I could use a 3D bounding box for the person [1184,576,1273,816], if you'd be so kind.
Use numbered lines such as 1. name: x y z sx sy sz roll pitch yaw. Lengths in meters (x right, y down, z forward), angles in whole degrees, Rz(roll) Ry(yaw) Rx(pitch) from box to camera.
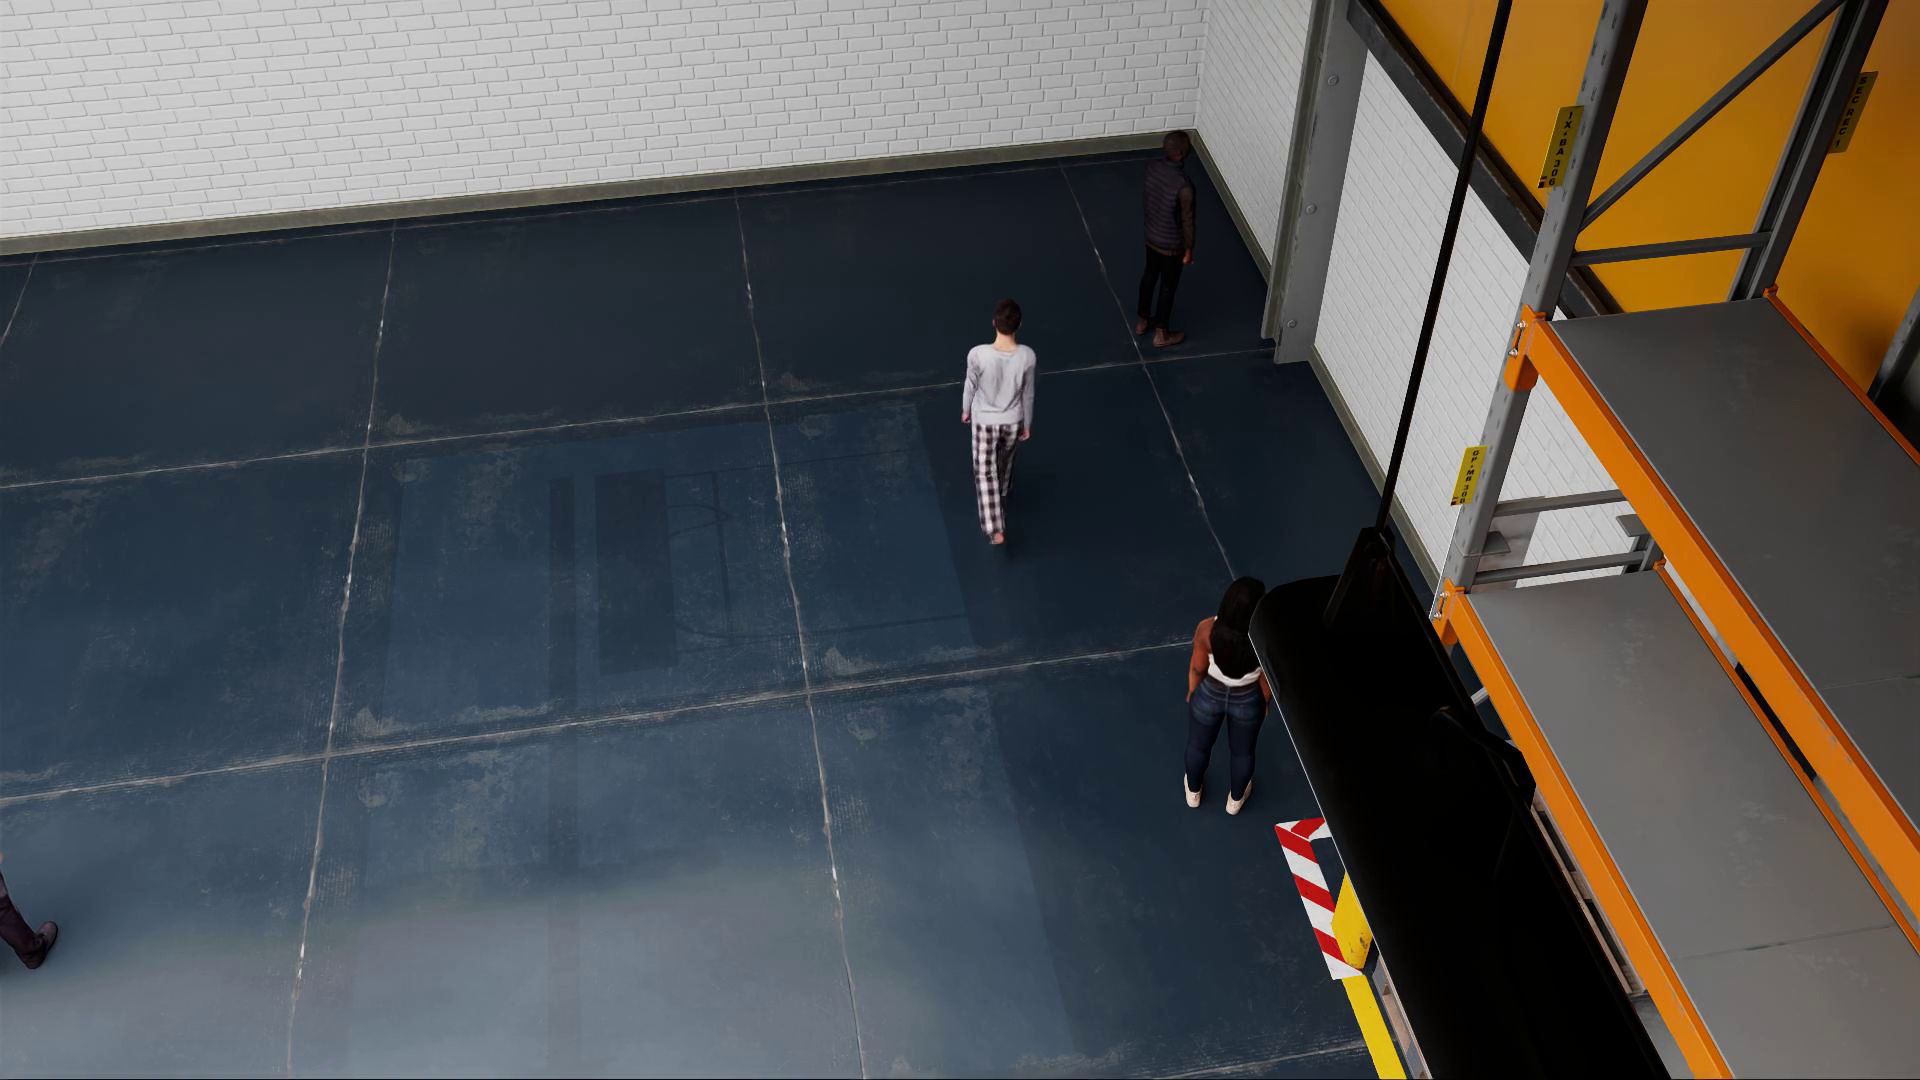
1. person: 1.532 0.898 9.483 0.738 1.808 0.743 11 45 11

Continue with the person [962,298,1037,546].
1. person: 0.259 -0.758 11.216 0.666 1.815 1.105 -5 44 -5

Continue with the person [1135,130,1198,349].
1. person: 1.589 -2.337 12.860 0.836 1.835 0.669 -25 49 -24
